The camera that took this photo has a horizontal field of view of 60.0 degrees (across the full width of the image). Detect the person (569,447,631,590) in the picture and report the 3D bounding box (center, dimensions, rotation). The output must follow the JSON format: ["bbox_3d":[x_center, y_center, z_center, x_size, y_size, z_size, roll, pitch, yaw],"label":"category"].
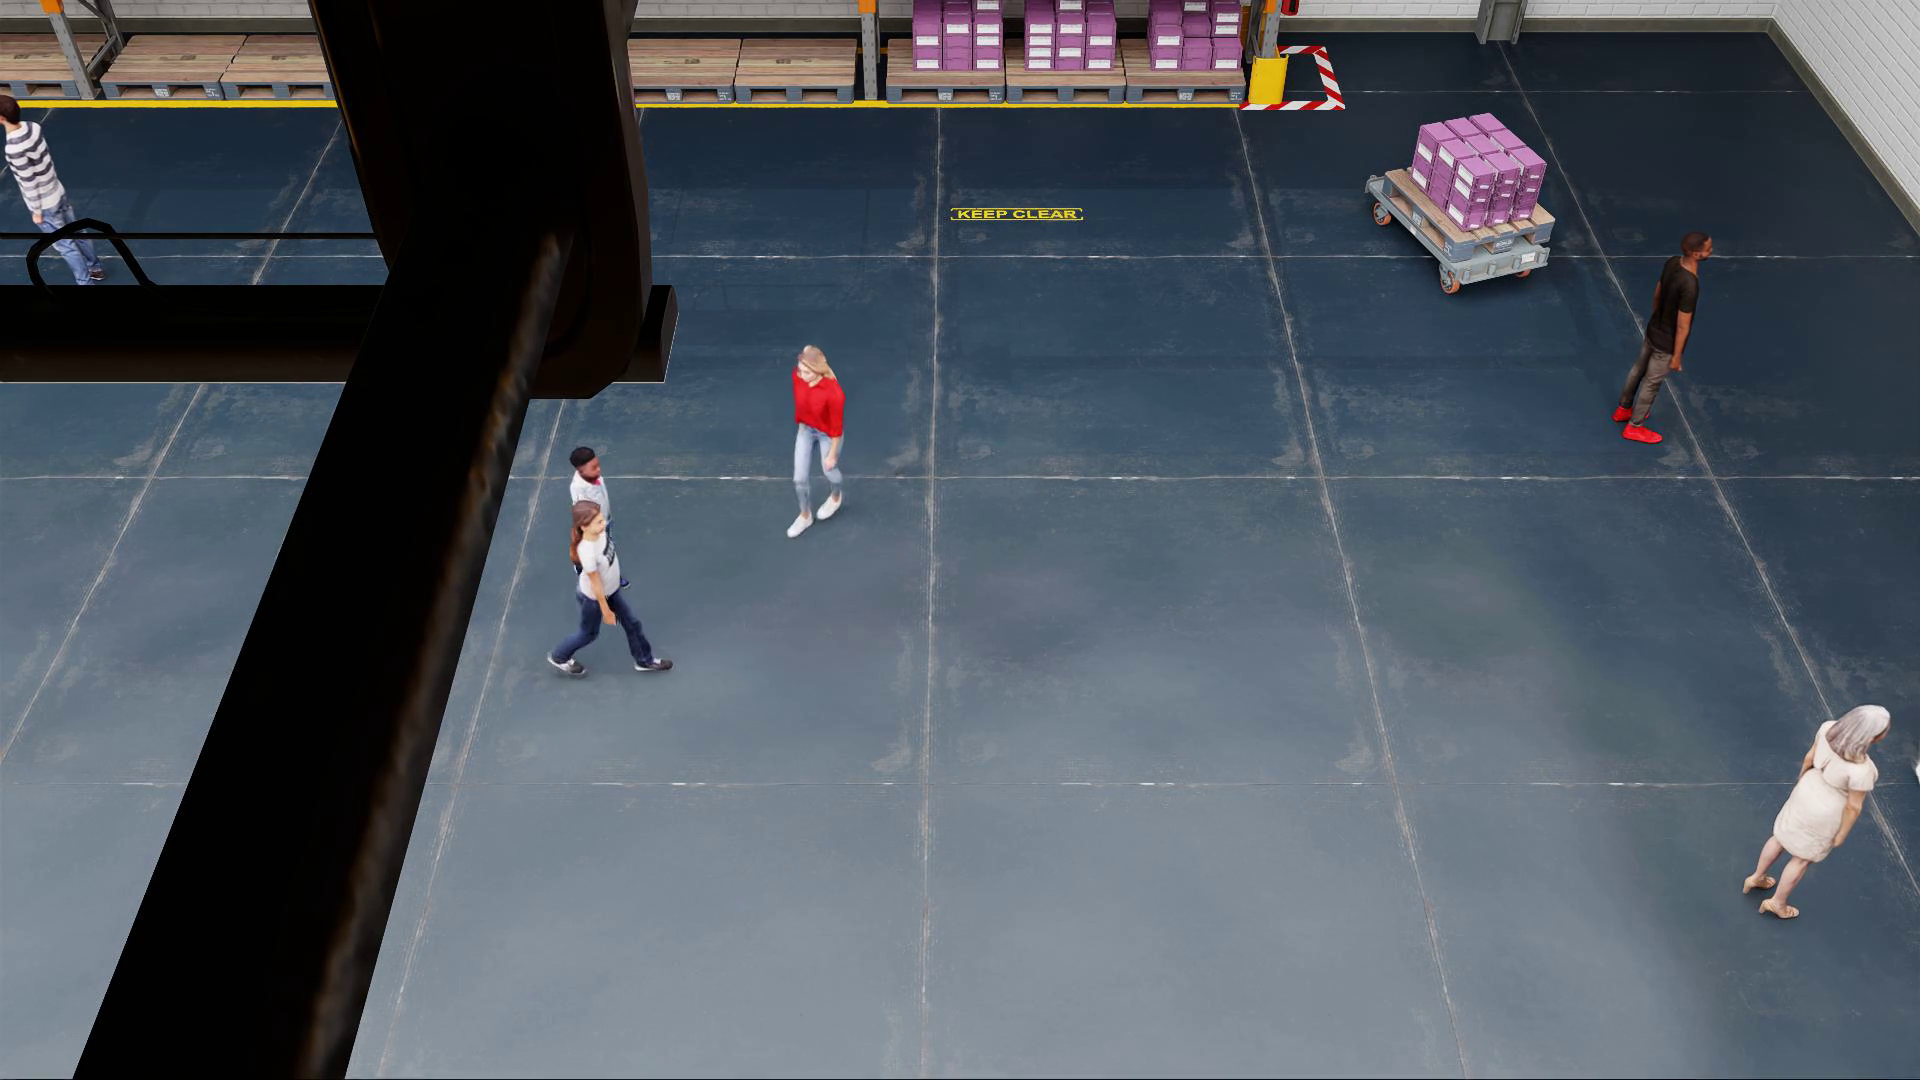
[{"bbox_3d":[-2.581,-0.147,11.511,0.669,1.254,0.578,14,45,15],"label":"person"}]

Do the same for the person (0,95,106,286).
[{"bbox_3d":[-7.661,-2.887,13.952,0.518,1.853,0.640,-1,44,-1],"label":"person"}]

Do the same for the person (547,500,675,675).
[{"bbox_3d":[-2.416,0.344,10.797,1.063,1.528,0.574,3,44,4],"label":"person"}]

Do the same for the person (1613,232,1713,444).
[{"bbox_3d":[5.327,-1.551,12.585,0.528,1.806,0.638,-2,44,-2],"label":"person"}]

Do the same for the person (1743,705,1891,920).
[{"bbox_3d":[4.845,1.532,9.399,0.613,1.736,0.645,-9,44,-9],"label":"person"}]

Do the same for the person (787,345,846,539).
[{"bbox_3d":[-0.937,-0.783,11.873,0.864,1.676,0.896,26,50,25],"label":"person"}]
